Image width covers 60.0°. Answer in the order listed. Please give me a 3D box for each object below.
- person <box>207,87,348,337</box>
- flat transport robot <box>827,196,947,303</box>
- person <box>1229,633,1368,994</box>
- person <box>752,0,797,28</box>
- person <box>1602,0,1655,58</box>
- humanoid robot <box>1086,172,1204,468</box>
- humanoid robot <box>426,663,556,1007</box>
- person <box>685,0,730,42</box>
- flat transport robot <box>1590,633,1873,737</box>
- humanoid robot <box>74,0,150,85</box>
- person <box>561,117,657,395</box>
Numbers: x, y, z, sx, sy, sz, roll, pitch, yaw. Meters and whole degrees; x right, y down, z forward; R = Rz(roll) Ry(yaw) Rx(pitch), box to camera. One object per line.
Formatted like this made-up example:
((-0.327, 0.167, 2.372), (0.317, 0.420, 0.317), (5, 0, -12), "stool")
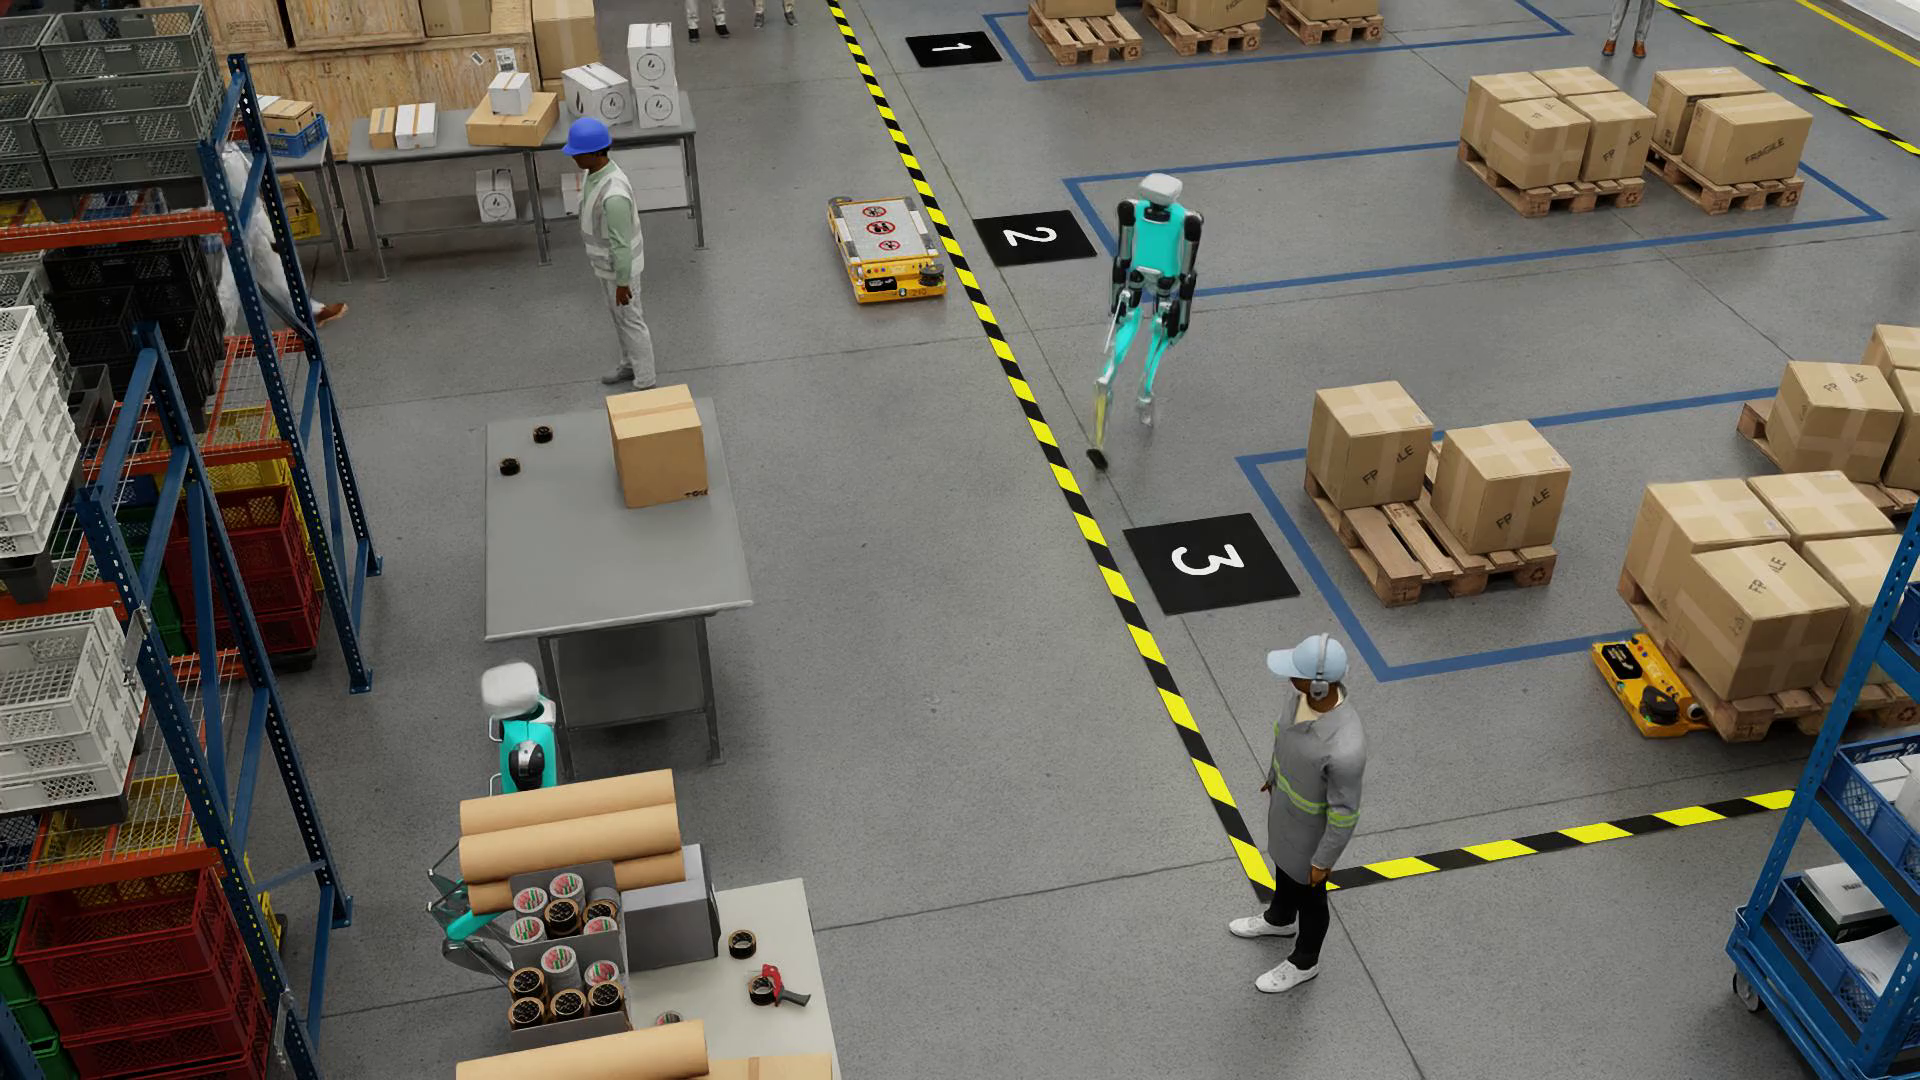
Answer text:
((-4.754, -2.113, 11.075), (0.968, 1.834, 0.598), (-19, 41, -24), "person")
((-0.570, -2.220, 12.538), (0.659, 0.231, 1.431), (-8, 37, -10), "flat transport robot")
((1.365, 1.106, 6.742), (0.388, 1.849, 0.597), (-7, 37, -9), "person")
((-1.861, -5.928, 16.262), (0.572, 1.768, 0.398), (-8, 37, -10), "person")
((6.434, -5.455, 15.532), (0.590, 1.883, 0.378), (9, 38, 12), "person")
((1.037, -1.237, 10.033), (0.529, 1.782, 1.015), (17, 40, 22), "humanoid robot")
((-1.880, 1.215, 6.582), (0.735, 1.673, 0.533), (-8, 37, -10), "humanoid robot")
((-2.467, -5.707, 15.915), (0.594, 1.828, 0.403), (-13, 38, -16), "person")
((4.104, 0.673, 8.626), (1.431, 0.197, 0.652), (-5, 37, -6), "flat transport robot")
((-6.957, -3.981, 13.774), (0.608, 1.634, 0.783), (-8, 37, -10), "humanoid robot")
((-2.201, -1.755, 10.518), (0.421, 1.940, 0.604), (-14, 39, -18), "person")
